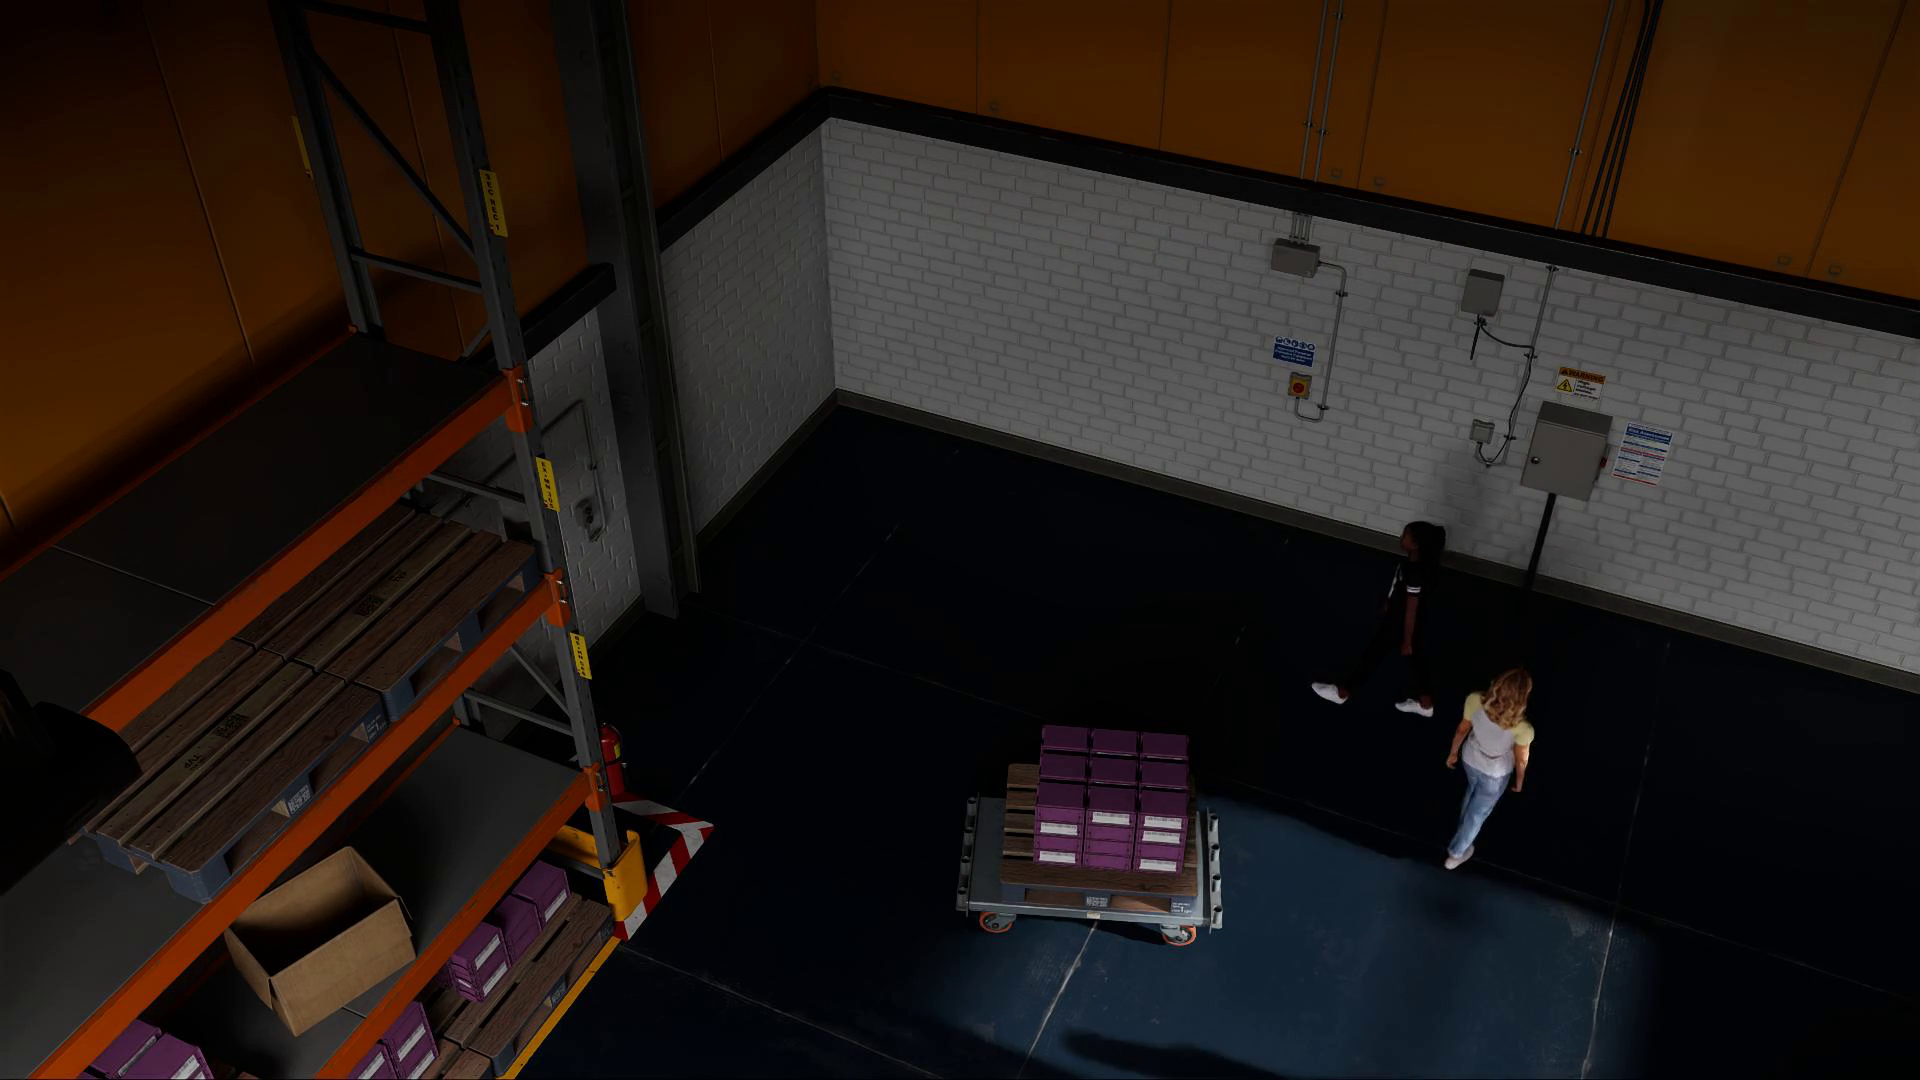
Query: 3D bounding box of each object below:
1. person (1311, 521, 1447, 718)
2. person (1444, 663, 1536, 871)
[{"bbox_3d":[3.182,0.602,11.586,0.747,1.689,1.058,12,40,15],"label":"person"},{"bbox_3d":[3.263,1.481,10.468,0.780,1.710,0.747,-30,48,-32],"label":"person"}]
